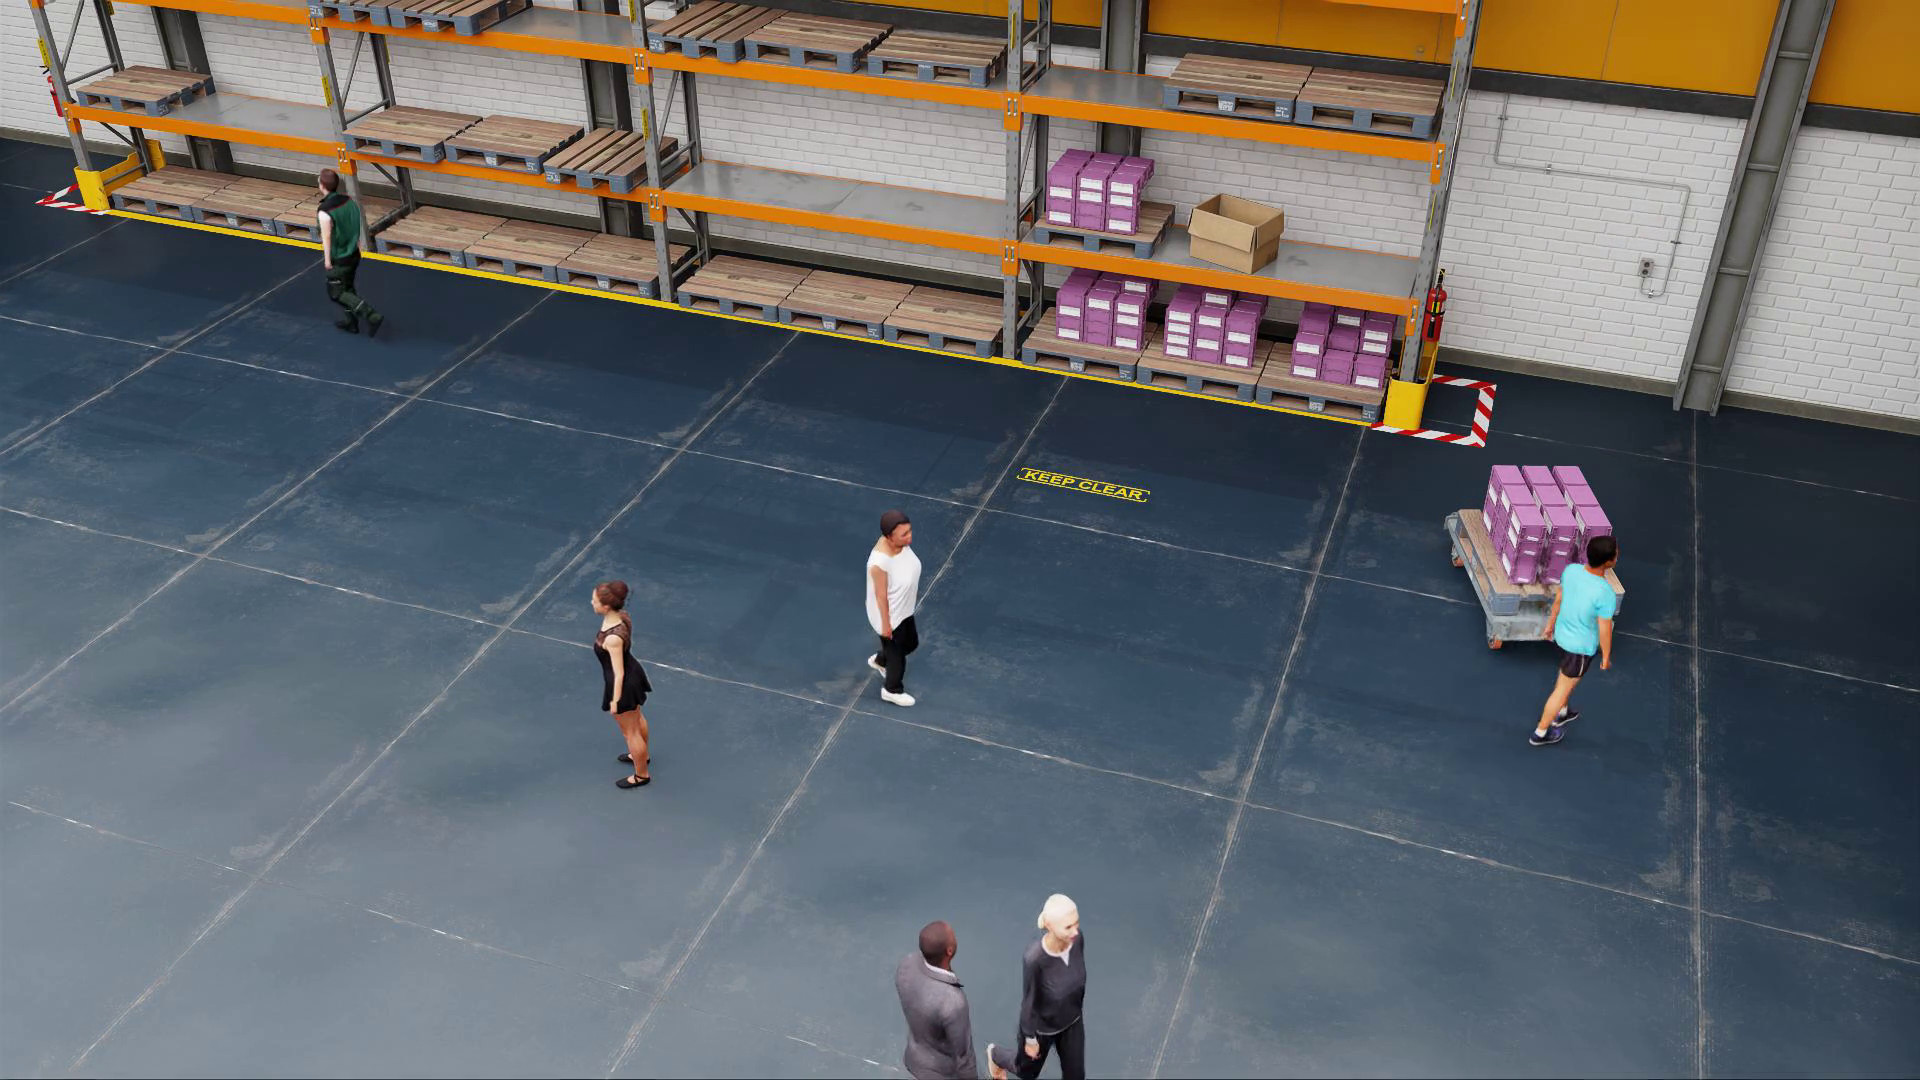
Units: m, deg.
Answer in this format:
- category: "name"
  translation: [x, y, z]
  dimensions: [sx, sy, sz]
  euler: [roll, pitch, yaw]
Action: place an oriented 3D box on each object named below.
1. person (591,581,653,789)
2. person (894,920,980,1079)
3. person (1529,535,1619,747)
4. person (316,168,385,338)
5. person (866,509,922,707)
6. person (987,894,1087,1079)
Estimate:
- category: "person"
  translation: [-2.325, 0.980, 11.450]
  dimensions: [0.680, 1.675, 0.665]
  euler: [-2, 34, -4]
- category: "person"
  translation: [-0.149, 2.735, 8.691]
  dimensions: [0.920, 1.807, 0.821]
  euler: [-18, 37, -25]
- category: "person"
  translation: [4.266, 0.749, 11.726]
  dimensions: [0.909, 1.754, 0.848]
  euler: [-13, 36, -19]
- category: "person"
  translation: [-6.357, -2.934, 17.199]
  dimensions: [0.923, 1.829, 0.663]
  euler: [10, 35, 15]
- category: "person"
  translation: [-0.531, 0.476, 12.208]
  dimensions: [0.650, 1.675, 0.650]
  euler: [10, 35, 15]
- category: "person"
  translation: [0.438, 2.552, 9.062]
  dimensions: [0.940, 1.701, 1.080]
  euler: [-22, 40, -30]
